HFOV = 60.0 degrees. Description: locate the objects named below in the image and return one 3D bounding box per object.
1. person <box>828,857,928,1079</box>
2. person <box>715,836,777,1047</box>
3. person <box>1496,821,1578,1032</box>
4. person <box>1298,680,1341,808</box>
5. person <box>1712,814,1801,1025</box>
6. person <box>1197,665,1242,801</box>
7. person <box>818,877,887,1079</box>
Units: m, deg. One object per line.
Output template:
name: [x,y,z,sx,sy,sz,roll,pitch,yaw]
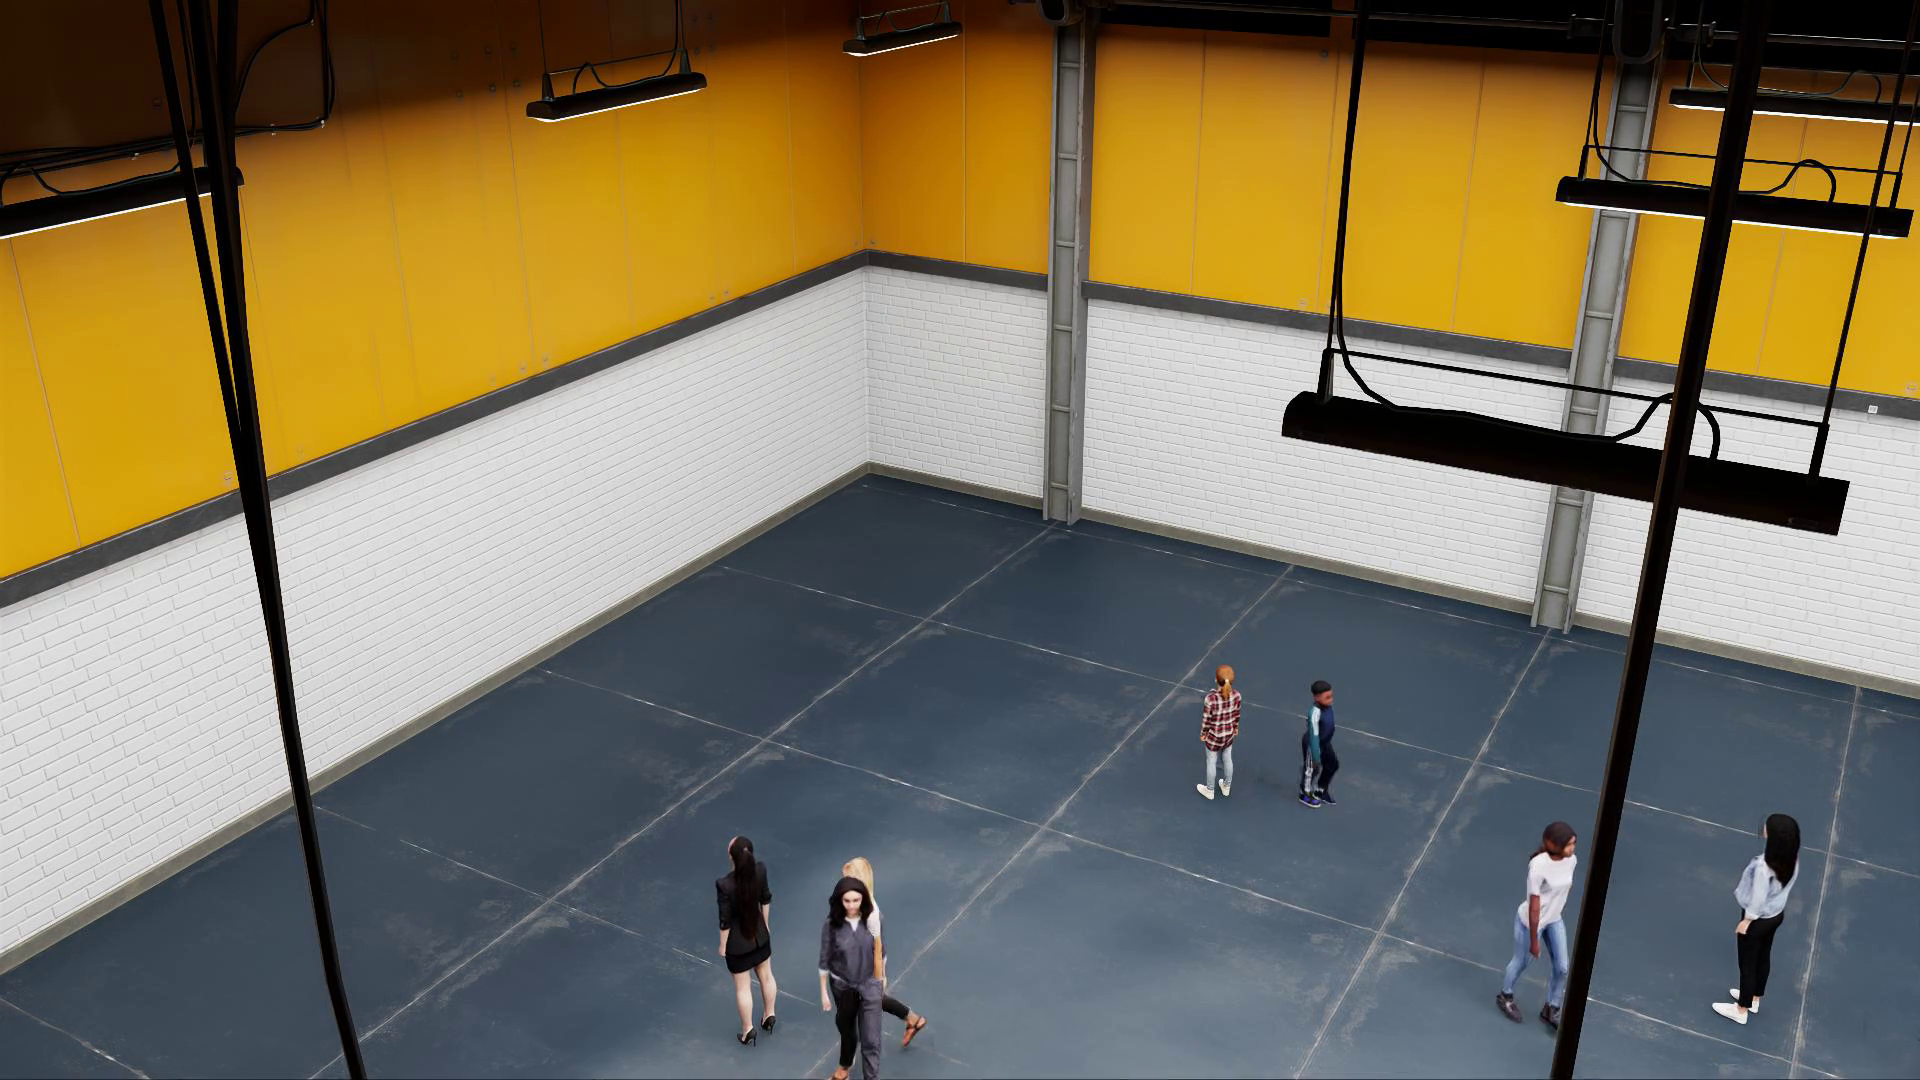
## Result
person: [-0.607,2.918,11.411,1.066,1.789,1.150,-12,26,-25]
person: [-1.497,2.821,11.748,0.654,1.696,0.632,-19,30,-37]
person: [4.102,2.724,11.963,0.831,1.704,0.919,-10,26,-22]
person: [3.110,1.782,14.694,0.570,1.242,0.552,18,29,35]
person: [5.773,2.712,11.981,0.671,1.711,0.675,-17,29,-34]
person: [2.319,1.701,14.799,0.623,1.306,0.677,-8,25,-17]
person: [-0.724,2.978,11.371,1.173,1.712,1.101,-2,24,-4]
